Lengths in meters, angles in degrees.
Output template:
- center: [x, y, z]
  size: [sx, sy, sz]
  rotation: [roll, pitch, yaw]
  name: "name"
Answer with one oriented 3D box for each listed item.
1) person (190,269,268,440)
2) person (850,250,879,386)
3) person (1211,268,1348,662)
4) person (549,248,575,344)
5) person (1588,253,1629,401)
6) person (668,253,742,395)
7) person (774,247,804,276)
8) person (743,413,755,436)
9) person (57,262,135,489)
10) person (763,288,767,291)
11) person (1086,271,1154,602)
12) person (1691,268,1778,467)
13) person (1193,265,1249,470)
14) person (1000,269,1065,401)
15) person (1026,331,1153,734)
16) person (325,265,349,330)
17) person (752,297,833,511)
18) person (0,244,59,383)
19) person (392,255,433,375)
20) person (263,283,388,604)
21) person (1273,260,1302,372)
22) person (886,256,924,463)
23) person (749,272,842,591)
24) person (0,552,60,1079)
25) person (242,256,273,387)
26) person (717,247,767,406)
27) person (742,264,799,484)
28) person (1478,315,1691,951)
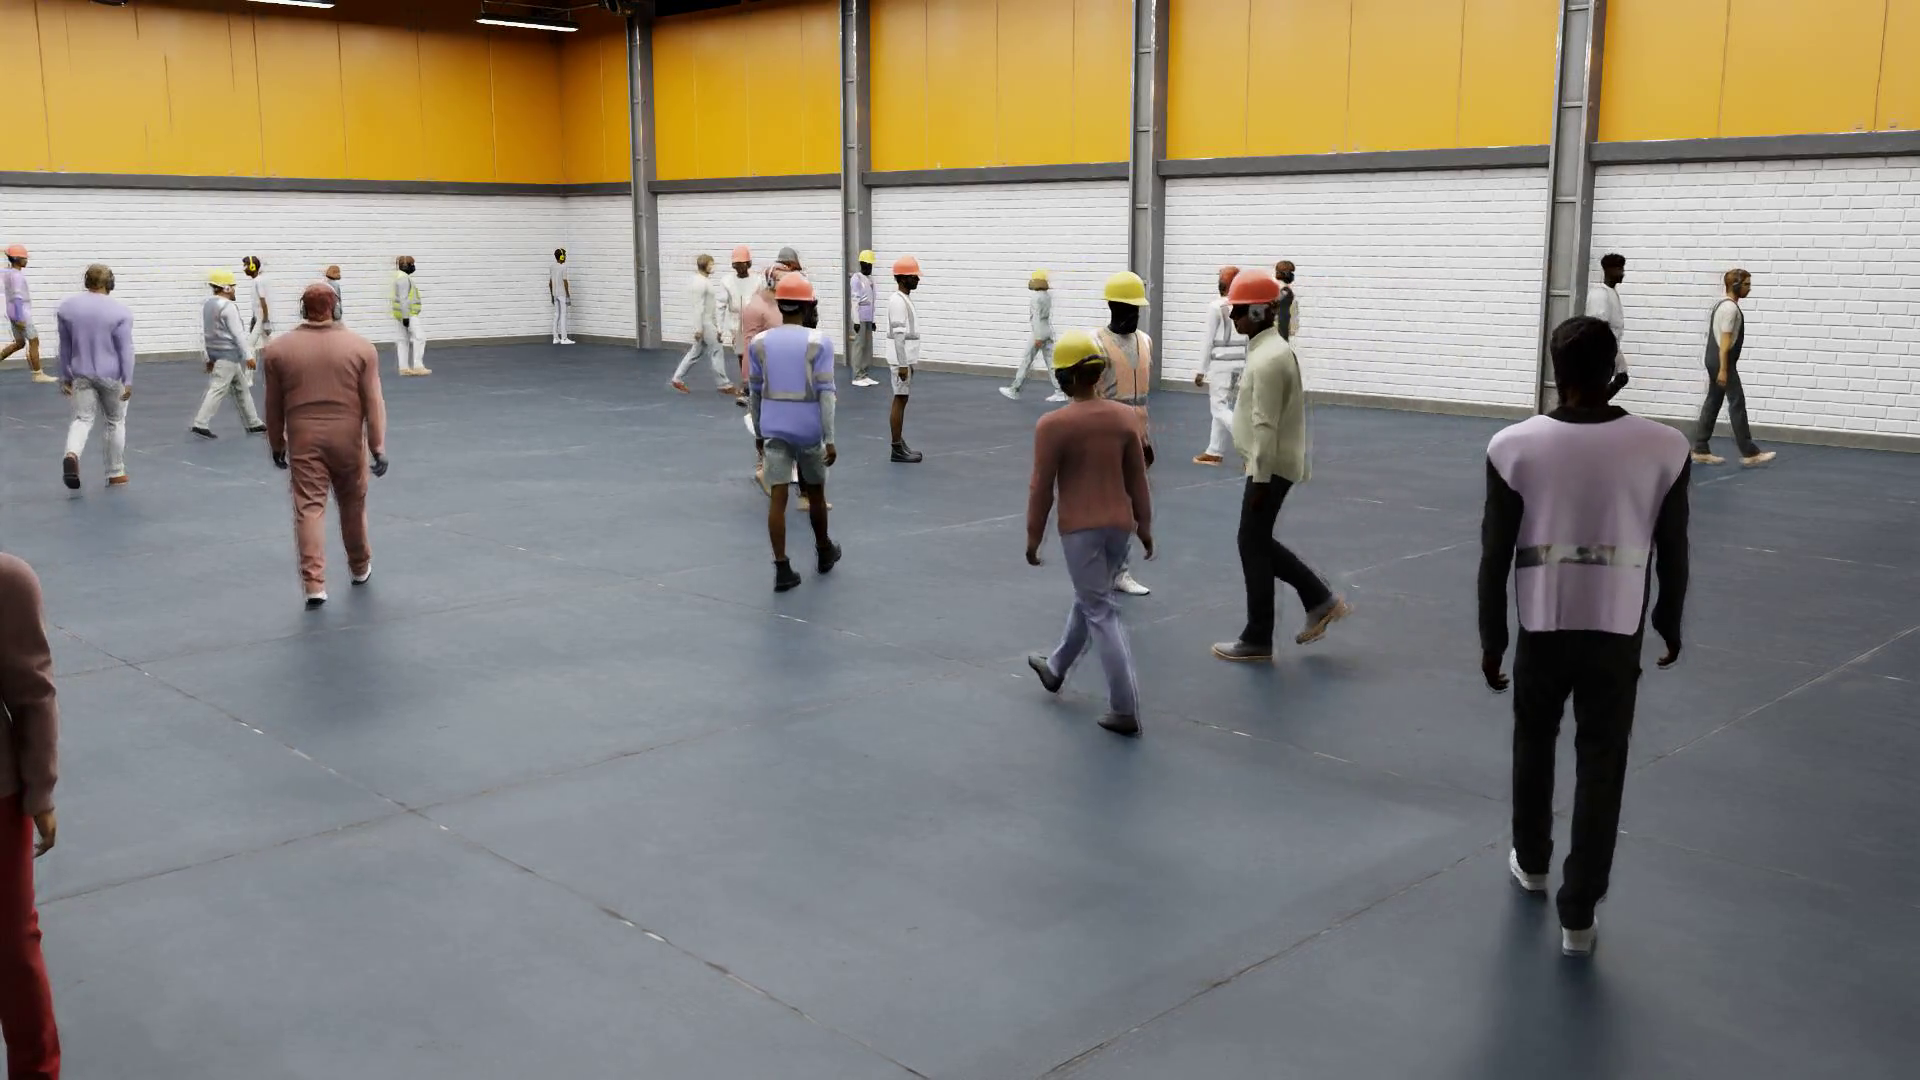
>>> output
- center: [-7.735, -1.951, 17.498]
  size: [0.940, 1.790, 0.591]
  rotation: [-9, 14, -40]
  name: "person"
- center: [-1.350, -3.151, 23.644]
  size: [0.384, 1.924, 0.589]
  rotation: [4, 11, 22]
  name: "person"
- center: [1.577, -0.362, 8.298]
  size: [0.615, 1.971, 0.657]
  rotation: [2, 11, 10]
  name: "person"
- center: [-7.861, -4.791, 32.736]
  size: [0.526, 1.869, 0.315]
  rotation: [8, 13, 37]
  name: "person"
- center: [6.902, -2.073, 17.710]
  size: [0.430, 1.950, 0.606]
  rotation: [8, 13, 39]
  name: "person"
- center: [-3.444, -2.873, 22.200]
  size: [0.991, 1.904, 0.628]
  rotation: [-1, 10, -6]
  name: "person"
- center: [-2.148, -2.781, 21.311]
  size: [1.052, 2.000, 0.685]
  rotation: [0, 10, 1]
  name: "person"
- center: [-1.941, -1.824, 17.239]
  size: [0.507, 1.614, 0.513]
  rotation: [0, 10, 0]
  name: "person"
- center: [-7.212, -1.343, 13.851]
  size: [0.670, 1.909, 0.825]
  rotation: [-1, 10, -4]
  name: "person"
- center: [-2.053, -2.065, 18.519]
  size: [0.286, 1.633, 0.498]
  rotation: [1, 10, 6]
  name: "person"
- center: [0.931, -0.601, 9.739]
  size: [0.594, 1.922, 0.386]
  rotation: [-9, 14, -41]
  name: "person"
- center: [7.203, -1.583, 15.363]
  size: [0.762, 1.820, 0.542]
  rotation: [3, 11, 14]
  name: "person"
- center: [2.474, -1.568, 15.177]
  size: [0.576, 1.865, 0.834]
  rotation: [-9, 14, -42]
  name: "person"
- center: [0.983, -2.641, 21.500]
  size: [0.912, 1.681, 0.493]
  rotation: [6, 12, 28]
  name: "person"
- center: [0.531, -0.054, 7.323]
  size: [0.542, 1.703, 0.929]
  rotation: [-7, 12, -32]
  name: "person"
- center: [-10.738, -3.938, 28.799]
  size: [0.519, 1.601, 0.771]
  rotation: [10, 14, 44]
  name: "person"
- center: [-1.299, -1.049, 12.833]
  size: [0.558, 1.679, 0.539]
  rotation: [0, 10, 0]
  name: "person"
- center: [-13.558, -3.231, 23.850]
  size: [0.875, 2.017, 0.618]
  rotation: [-8, 13, -38]
  name: "person"
- center: [-8.309, -3.414, 25.338]
  size: [0.633, 1.825, 0.654]
  rotation: [-4, 11, -22]
  name: "person"
- center: [-3.740, -0.582, 9.831]
  size: [0.685, 1.855, 1.004]
  rotation: [-2, 11, -13]
  name: "person"
- center: [3.905, -2.441, 20.017]
  size: [0.525, 1.830, 0.662]
  rotation: [-1, 10, -6]
  name: "person"
- center: [-0.516, -1.706, 15.727]
  size: [0.363, 1.939, 0.542]
  rotation: [0, 10, 2]
  name: "person"
- center: [-0.995, -0.684, 10.252]
  size: [0.574, 1.896, 0.930]
  rotation: [2, 11, 11]
  name: "person"
- center: [-2.301, 0.583, 3.721]
  size: [0.533, 1.765, 0.330]
  rotation: [-2, 11, -8]
  name: "person"
- center: [-9.959, -3.057, 23.380]
  size: [0.847, 1.829, 0.533]
  rotation: [-4, 11, -20]
  name: "person"
- center: [-2.745, -2.695, 21.014]
  size: [0.628, 1.984, 1.069]
  rotation: [1, 10, 6]
  name: "person"
- center: [-1.479, -1.419, 14.304]
  size: [0.814, 1.876, 0.680]
  rotation: [6, 12, 29]
  name: "person"
- center: [1.929, 0.255, 5.175]
  size: [0.608, 1.882, 0.857]
  rotation: [4, 11, 19]
  name: "person"
